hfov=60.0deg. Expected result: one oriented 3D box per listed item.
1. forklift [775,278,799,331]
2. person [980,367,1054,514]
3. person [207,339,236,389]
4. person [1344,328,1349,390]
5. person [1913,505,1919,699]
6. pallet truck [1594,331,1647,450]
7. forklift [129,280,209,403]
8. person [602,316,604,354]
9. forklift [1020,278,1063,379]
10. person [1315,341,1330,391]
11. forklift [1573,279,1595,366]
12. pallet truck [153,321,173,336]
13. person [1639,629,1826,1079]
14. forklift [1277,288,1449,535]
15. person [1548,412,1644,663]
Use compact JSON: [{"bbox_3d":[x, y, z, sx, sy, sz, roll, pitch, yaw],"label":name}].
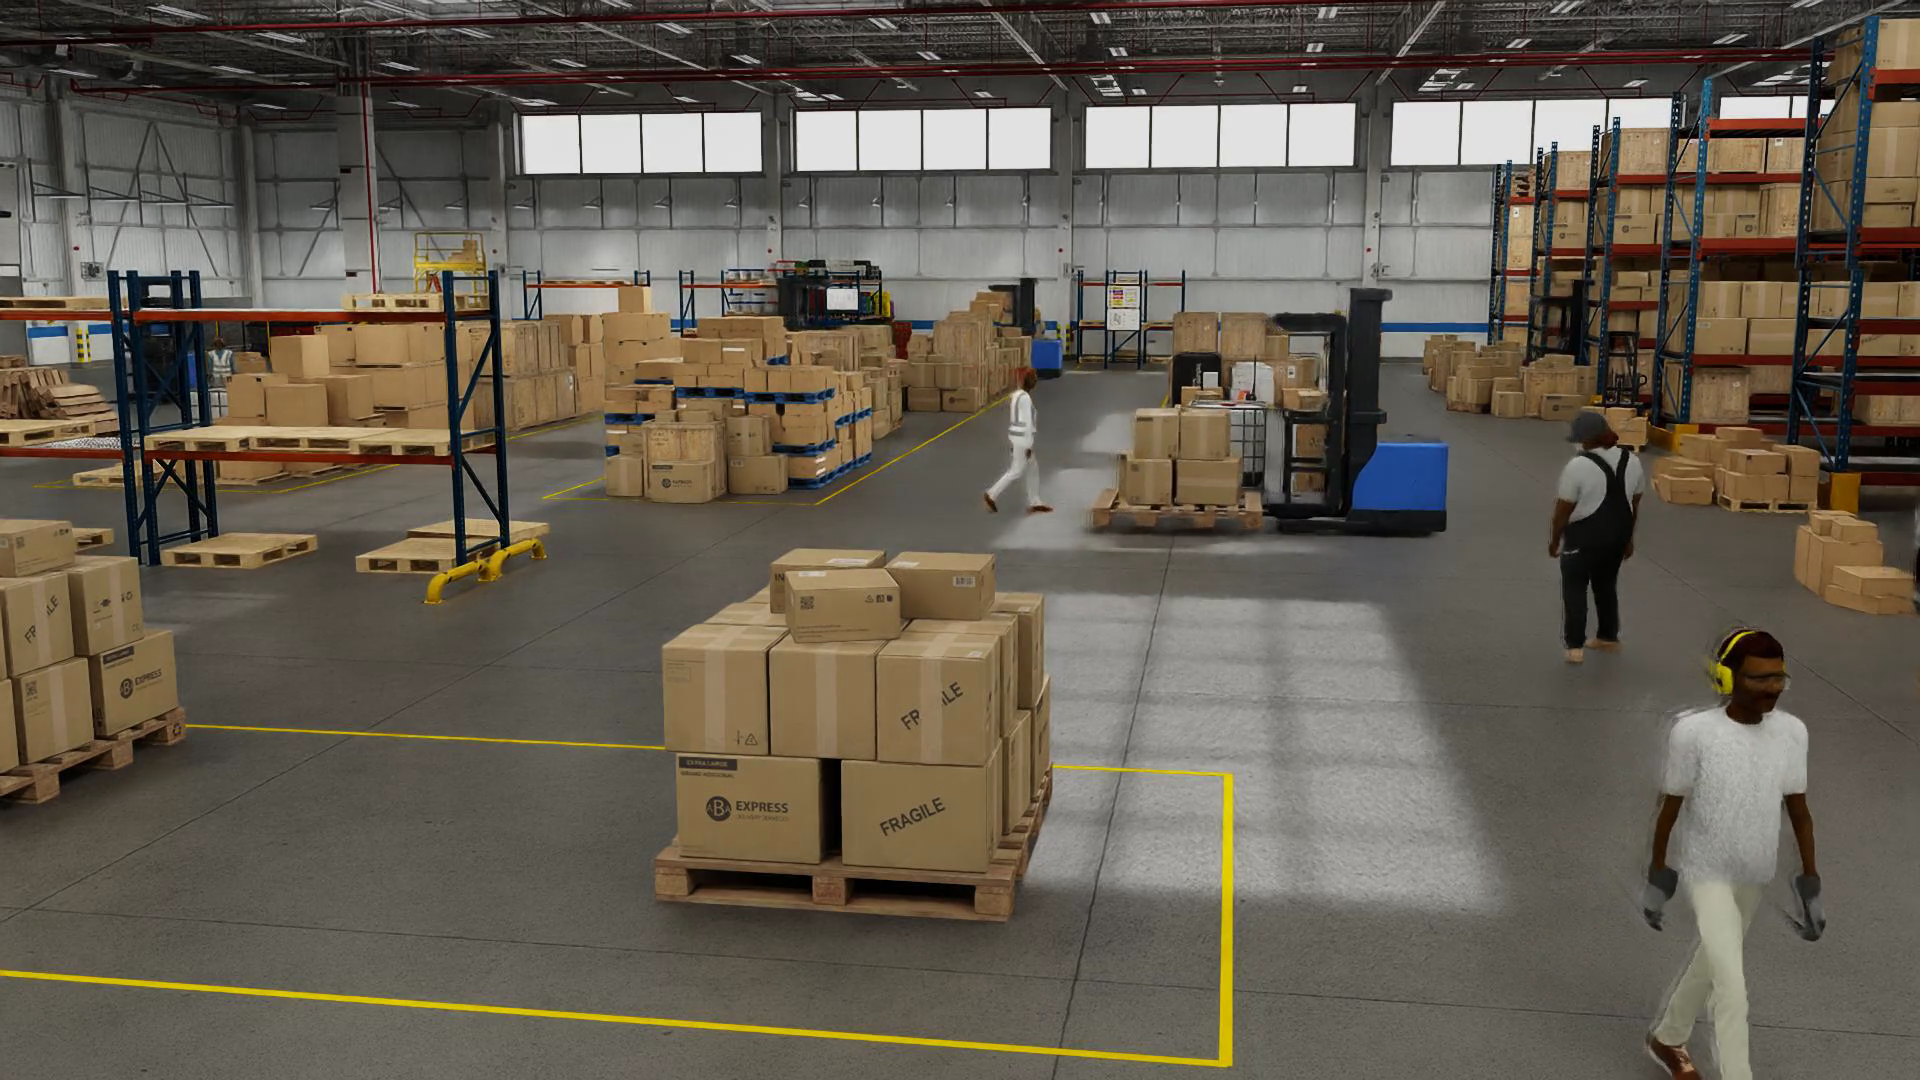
[{"bbox_3d":[-4.383,-5.272,42.429,1.873,2.768,1.129,1,9,9],"label":"forklift"},{"bbox_3d":[0.703,-1.229,20.679,0.878,1.856,0.583,-1,9,-5],"label":"person"},{"bbox_3d":[-15.587,-3.439,35.092,0.545,1.589,0.869,-2,9,-13],"label":"person"},{"bbox_3d":[7.655,-3.220,32.771,0.384,1.910,0.591,-8,12,-40],"label":"person"},{"bbox_3d":[6.645,0.282,11.082,0.610,1.940,0.830,1,9,3],"label":"person"},{"bbox_3d":[11.253,-2.573,28.499,0.823,1.965,1.885,5,10,27],"label":"pallet truck"},{"bbox_3d":[-18.415,-4.621,38.413,1.129,2.768,1.873,1,9,6],"label":"forklift"},{"bbox_3d":[-9.502,-5.091,44.380,0.987,1.885,0.563,-1,9,-5],"label":"person"},{"bbox_3d":[1.906,-5.919,46.419,1.873,2.768,1.129,1,9,9],"label":"forklift"},{"bbox_3d":[7.539,-3.277,34.069,0.524,1.588,0.870,1,9,4],"label":"person"},{"bbox_3d":[14.097,-4.506,37.702,1.873,2.768,1.129,1,9,9],"label":"forklift"},{"bbox_3d":[-21.869,-5.598,47.154,0.823,1.965,1.885,4,10,26],"label":"pallet truck"},{"bbox_3d":[2.721,1.195,5.839,0.539,1.817,1.016,-2,9,-9],"label":"person"},{"bbox_3d":[4.681,-1.520,19.289,1.873,2.768,1.129,1,9,9],"label":"forklift"},{"bbox_3d":[4.923,-0.070,12.928,0.721,2.000,0.629,-2,10,-15],"label":"person"}]
